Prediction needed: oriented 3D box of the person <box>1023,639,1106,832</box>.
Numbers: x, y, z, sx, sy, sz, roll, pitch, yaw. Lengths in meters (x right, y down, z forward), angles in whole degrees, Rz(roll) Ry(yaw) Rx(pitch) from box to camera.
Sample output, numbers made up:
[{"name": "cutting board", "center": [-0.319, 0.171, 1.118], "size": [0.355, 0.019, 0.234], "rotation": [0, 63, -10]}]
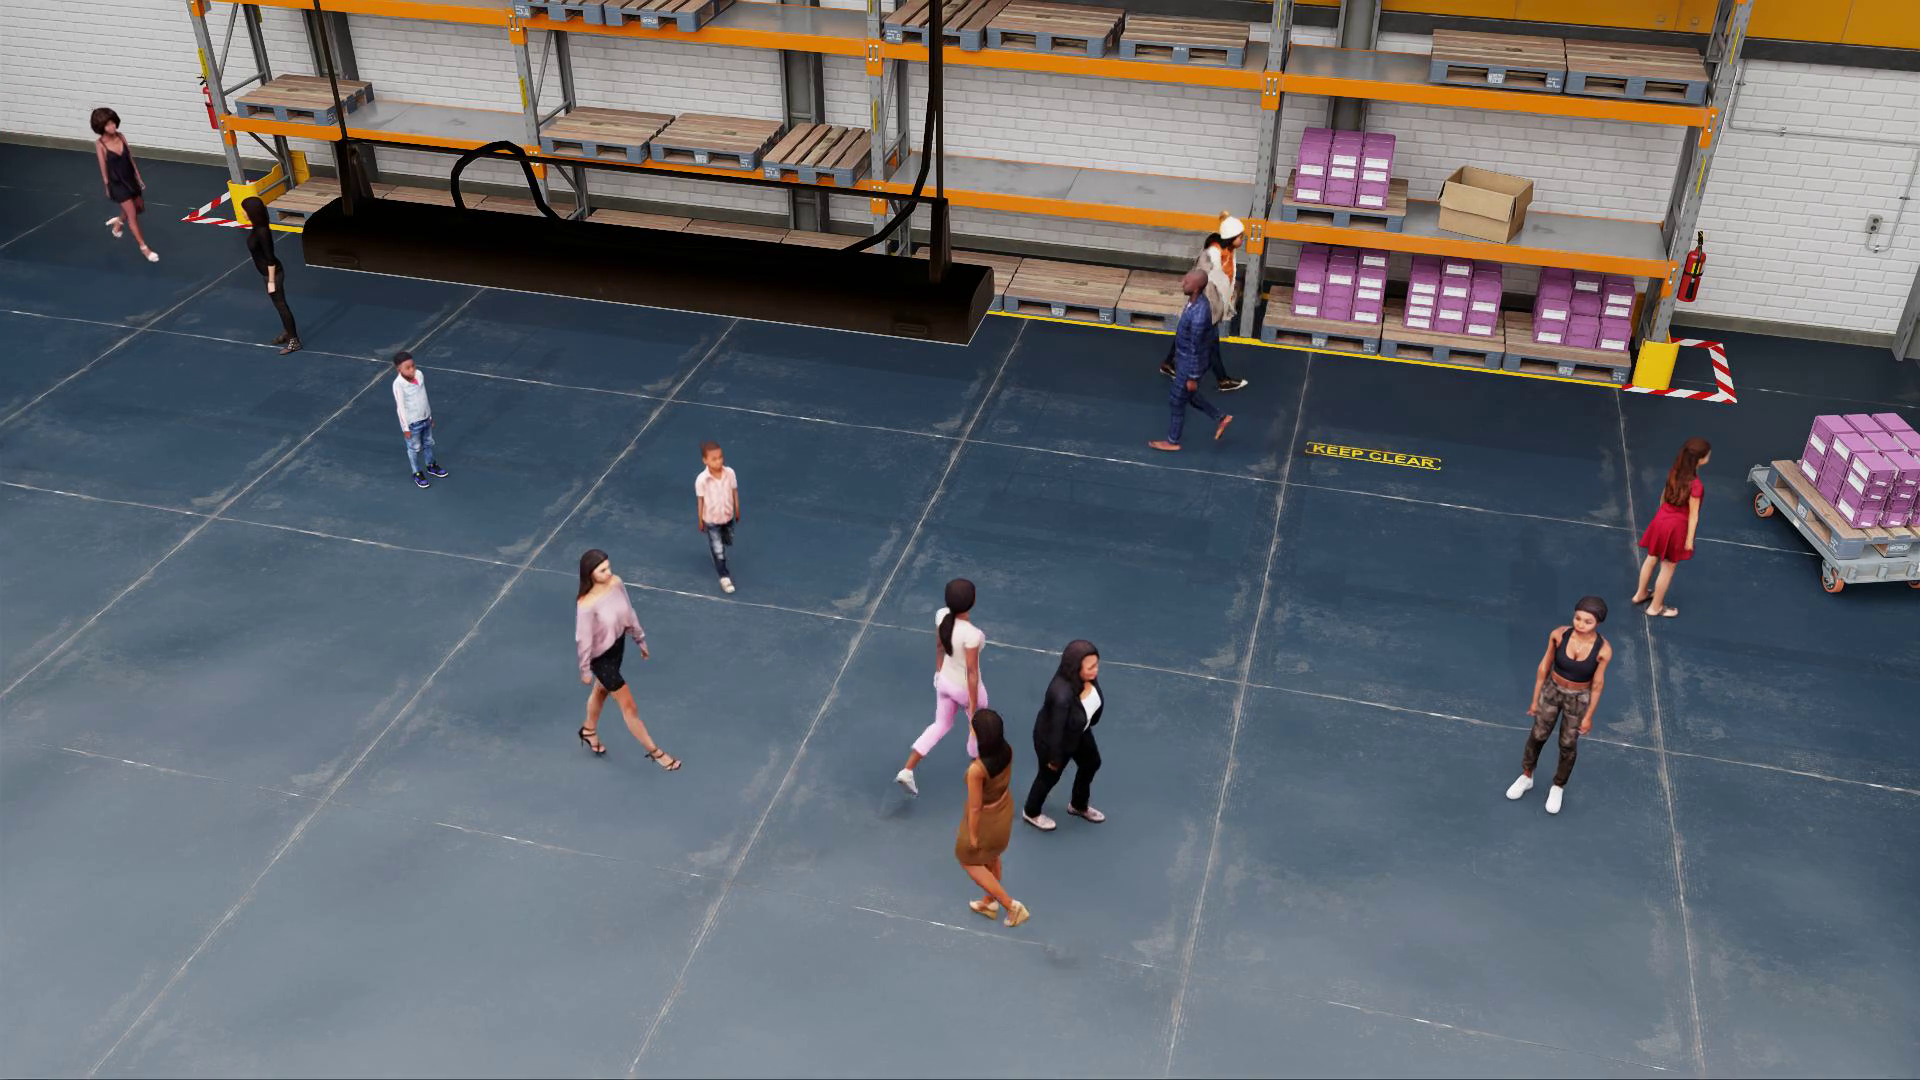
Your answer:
[{"name": "person", "center": [0.629, 1.272, 10.893], "size": [0.814, 1.588, 0.709], "rotation": [14, 36, 20]}]

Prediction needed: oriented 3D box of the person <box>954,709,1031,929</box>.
[{"name": "person", "center": [0.235, 1.736, 10.111], "size": [0.802, 1.680, 0.674], "rotation": [19, 38, 27]}]

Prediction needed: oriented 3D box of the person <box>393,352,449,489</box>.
[{"name": "person", "center": [-4.832, -1.101, 14.758], "size": [0.567, 1.261, 0.537], "rotation": [20, 38, 27]}]

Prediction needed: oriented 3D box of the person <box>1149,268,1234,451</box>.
[{"name": "person", "center": [2.168, -1.609, 15.034], "size": [1.053, 1.801, 0.790], "rotation": [2, 34, 2]}]

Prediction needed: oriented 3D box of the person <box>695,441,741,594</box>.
[{"name": "person", "center": [-1.973, -0.235, 13.423], "size": [0.797, 1.296, 0.850], "rotation": [-17, 37, -24]}]

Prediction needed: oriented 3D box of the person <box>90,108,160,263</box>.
[{"name": "person", "center": [-9.436, -3.984, 18.639], "size": [0.970, 1.767, 0.623], "rotation": [13, 36, 19]}]

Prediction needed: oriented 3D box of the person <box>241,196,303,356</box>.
[{"name": "person", "center": [-6.957, -2.698, 16.816], "size": [0.694, 1.642, 0.635], "rotation": [-18, 37, -24]}]

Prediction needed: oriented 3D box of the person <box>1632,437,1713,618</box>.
[{"name": "person", "center": [5.583, -0.118, 13.016], "size": [0.727, 1.553, 0.667], "rotation": [-9, 35, -14]}]

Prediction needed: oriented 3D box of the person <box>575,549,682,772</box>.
[{"name": "person", "center": [-2.495, 0.812, 11.423], "size": [1.114, 1.766, 0.760], "rotation": [14, 36, 20]}]

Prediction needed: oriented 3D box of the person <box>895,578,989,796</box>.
[{"name": "person", "center": [-0.081, 1.028, 11.145], "size": [1.047, 1.716, 1.080], "rotation": [-24, 41, -32]}]

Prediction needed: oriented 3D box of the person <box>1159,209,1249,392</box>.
[{"name": "person", "center": [2.261, -2.297, 16.045], "size": [1.216, 1.828, 0.858], "rotation": [19, 38, 26]}]

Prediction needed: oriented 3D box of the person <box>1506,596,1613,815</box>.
[{"name": "person", "center": [4.044, 1.070, 11.096], "size": [0.587, 1.700, 0.708], "rotation": [22, 39, 29]}]
